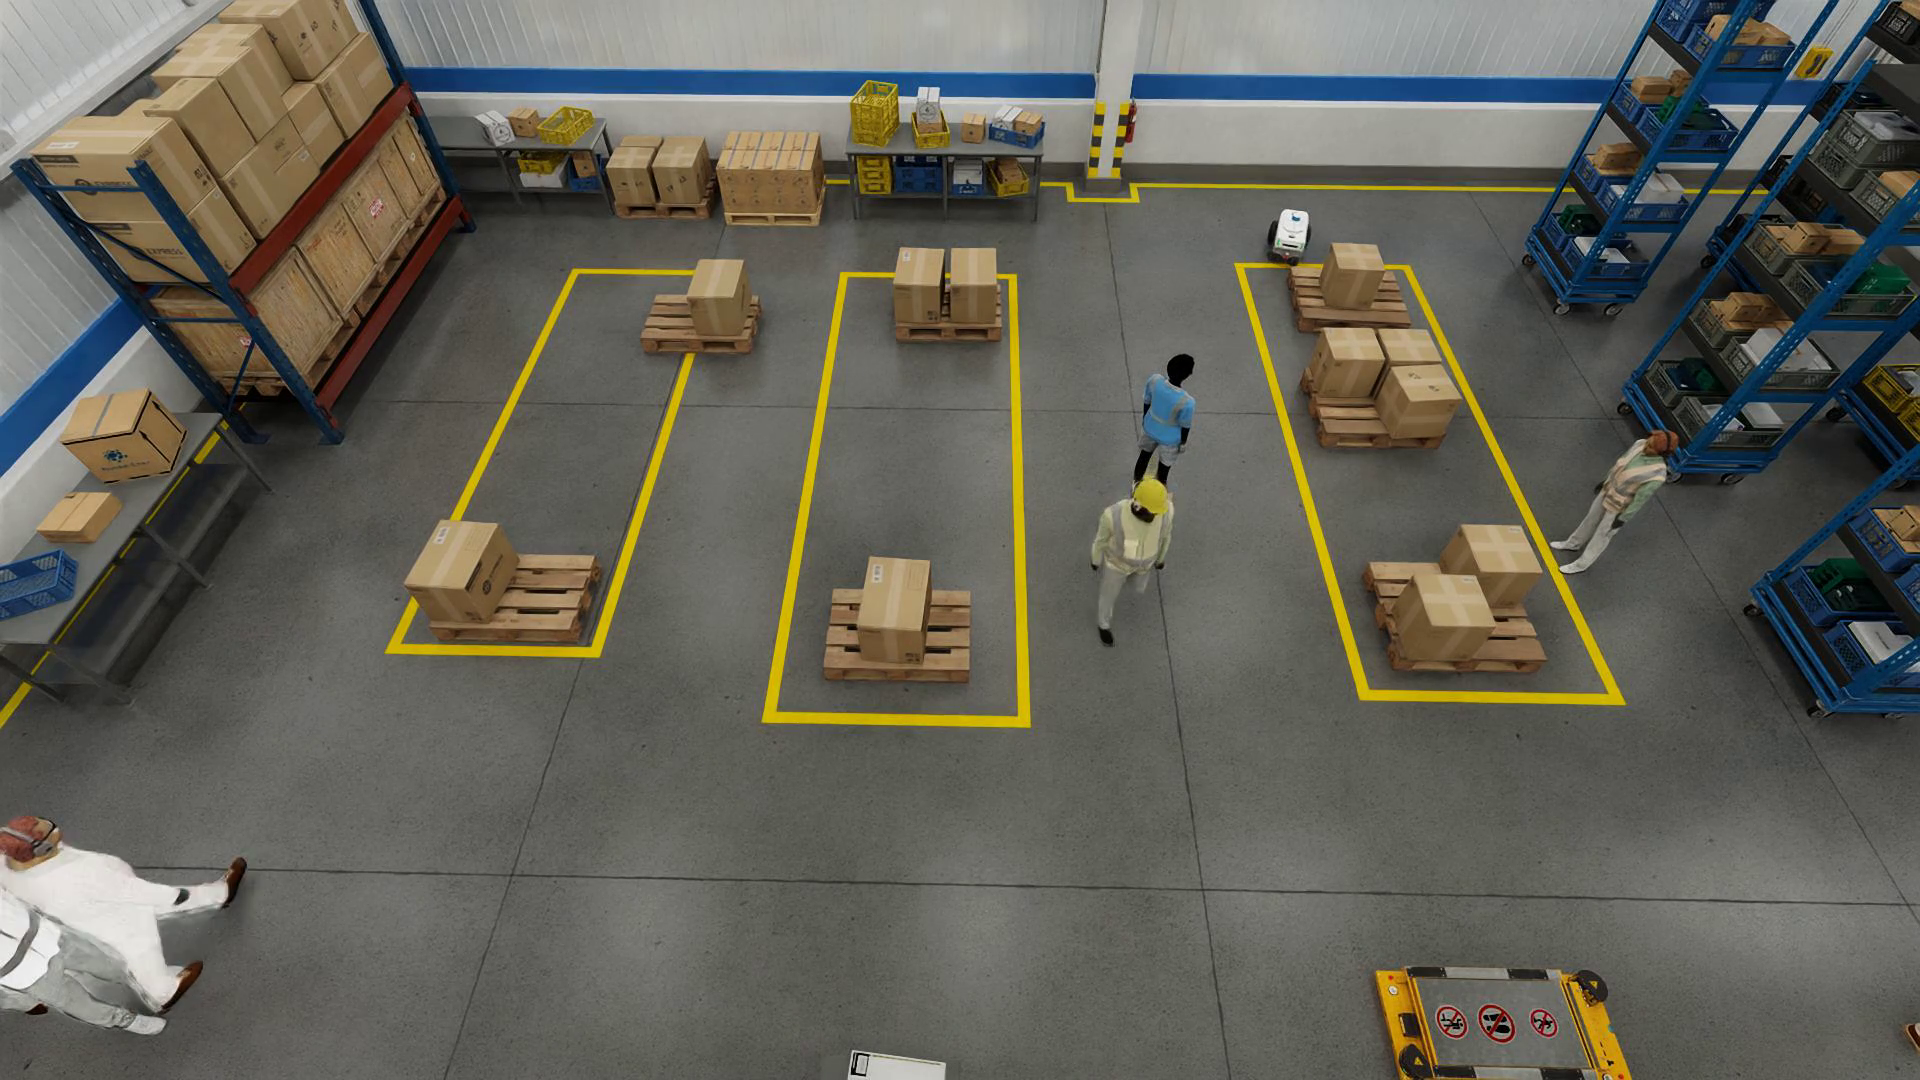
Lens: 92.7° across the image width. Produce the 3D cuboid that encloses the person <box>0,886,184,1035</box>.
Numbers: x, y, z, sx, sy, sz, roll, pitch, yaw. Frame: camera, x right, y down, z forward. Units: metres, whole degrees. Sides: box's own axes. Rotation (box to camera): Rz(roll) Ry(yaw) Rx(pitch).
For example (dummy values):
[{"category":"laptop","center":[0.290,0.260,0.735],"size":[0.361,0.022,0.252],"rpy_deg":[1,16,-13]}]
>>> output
[{"category":"person","center":[-5.431,2.471,5.402],"size":[0.392,1.914,0.587],"rpy_deg":[-6,51,-5]}]

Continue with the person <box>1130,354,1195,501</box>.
[{"category":"person","center":[1.862,-0.996,8.365],"size":[0.318,1.695,0.539],"rpy_deg":[-33,58,-24]}]

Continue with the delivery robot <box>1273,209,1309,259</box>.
[{"category":"delivery robot","center":[4.100,-3.800,11.325],"size":[0.477,0.478,0.707],"rpy_deg":[14,52,11]}]

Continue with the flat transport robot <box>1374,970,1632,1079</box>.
[{"category":"flat transport robot","center":[3.501,3.133,5.914],"size":[1.431,0.197,0.652],"rpy_deg":[1,51,1]}]

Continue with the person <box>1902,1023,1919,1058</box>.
[{"category":"person","center":[6.386,2.617,5.230],"size":[0.612,1.996,0.376],"rpy_deg":[-19,53,-15]}]

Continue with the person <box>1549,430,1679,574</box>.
[{"category":"person","center":[5.629,-0.332,7.866],"size":[0.311,1.635,0.517],"rpy_deg":[8,51,6]}]

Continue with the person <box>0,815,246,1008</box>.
[{"category":"person","center":[-5.183,2.194,5.669],"size":[0.658,1.849,0.996],"rpy_deg":[11,52,9]}]

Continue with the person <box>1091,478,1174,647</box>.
[{"category":"person","center":[1.350,0.080,7.415],"size":[0.618,1.815,0.628],"rpy_deg":[-8,51,-6]}]
